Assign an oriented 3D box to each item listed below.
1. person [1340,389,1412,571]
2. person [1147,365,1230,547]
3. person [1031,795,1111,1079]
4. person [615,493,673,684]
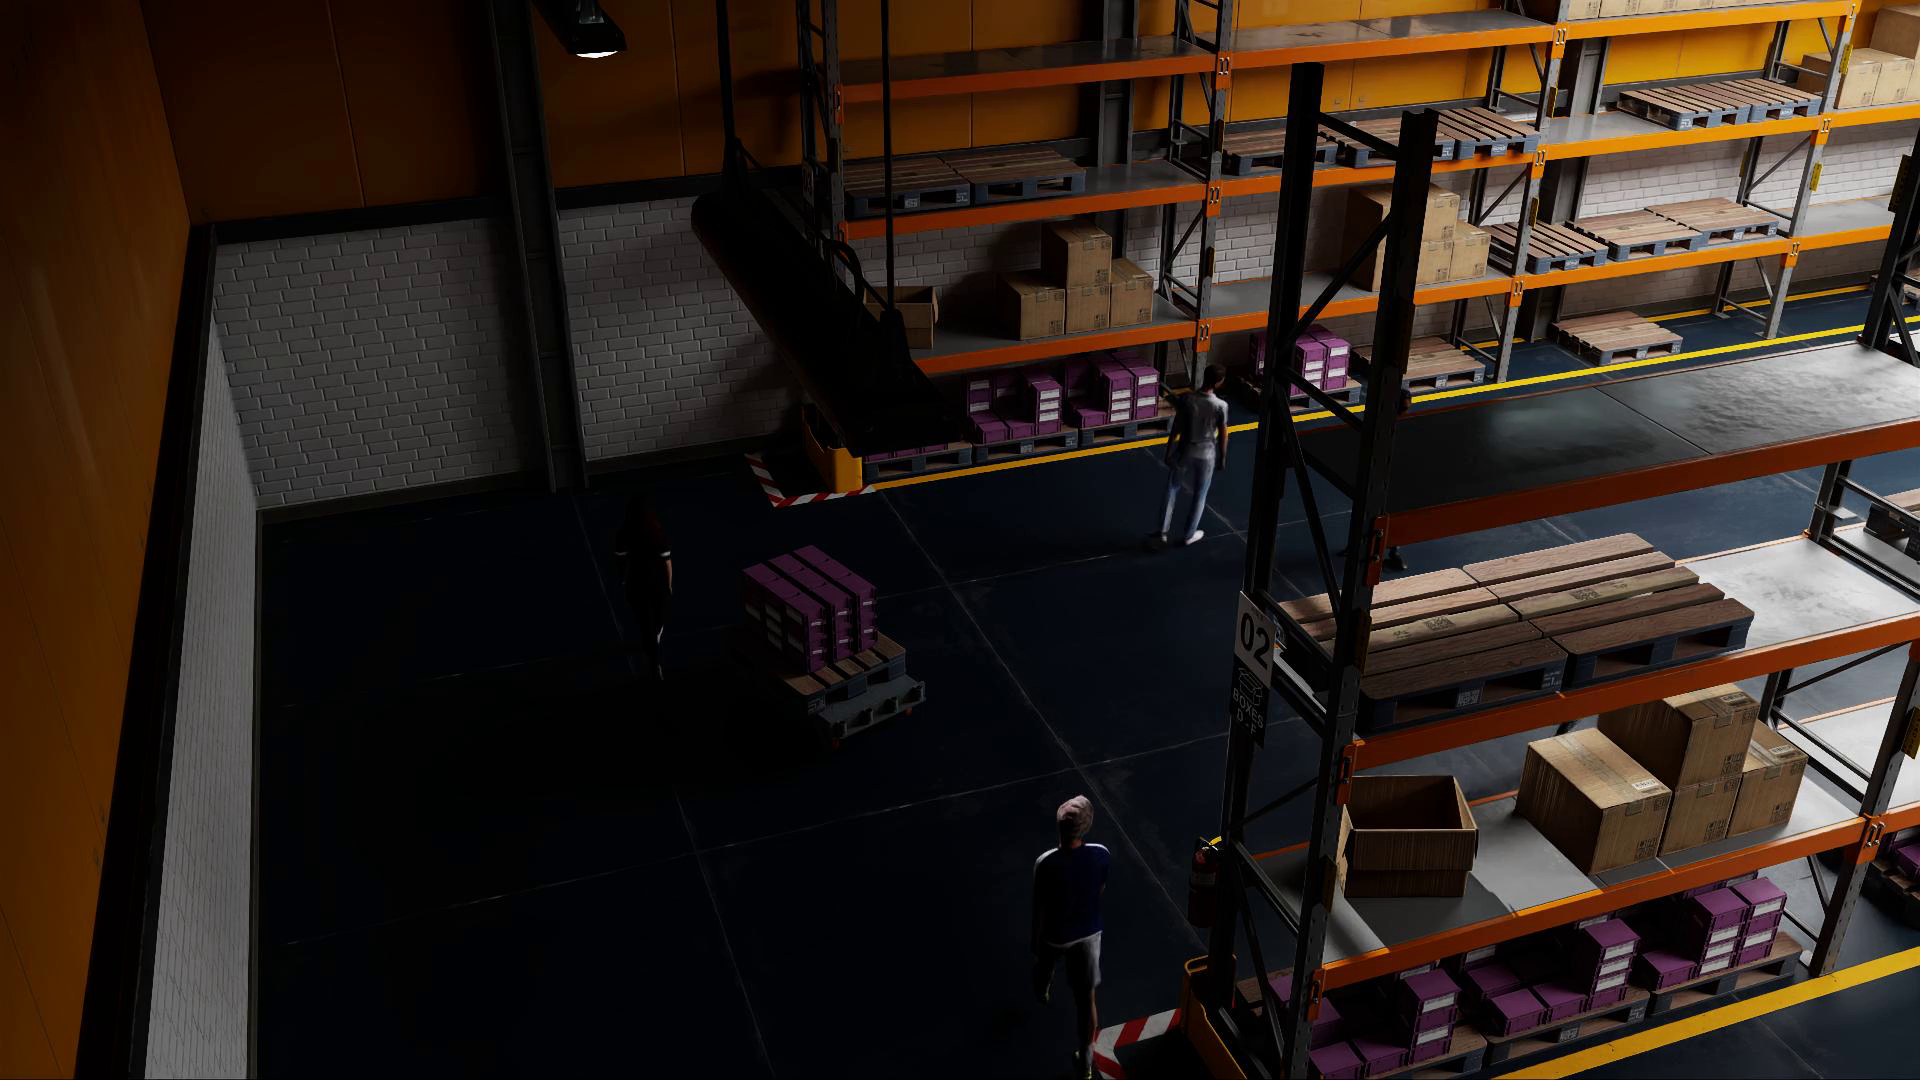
[{"bbox_3d":[3.888,-0.611,15.386,0.811,1.800,0.871,-18,33,-29],"label":"person"},{"bbox_3d":[2.190,-0.777,15.671,0.941,1.817,1.031,4,29,7],"label":"person"},{"bbox_3d":[0.690,2.402,9.890,1.233,1.773,0.857,-5,29,-10],"label":"person"},{"bbox_3d":[-2.586,0.422,13.711,1.072,1.591,0.806,-5,29,-9],"label":"person"}]
